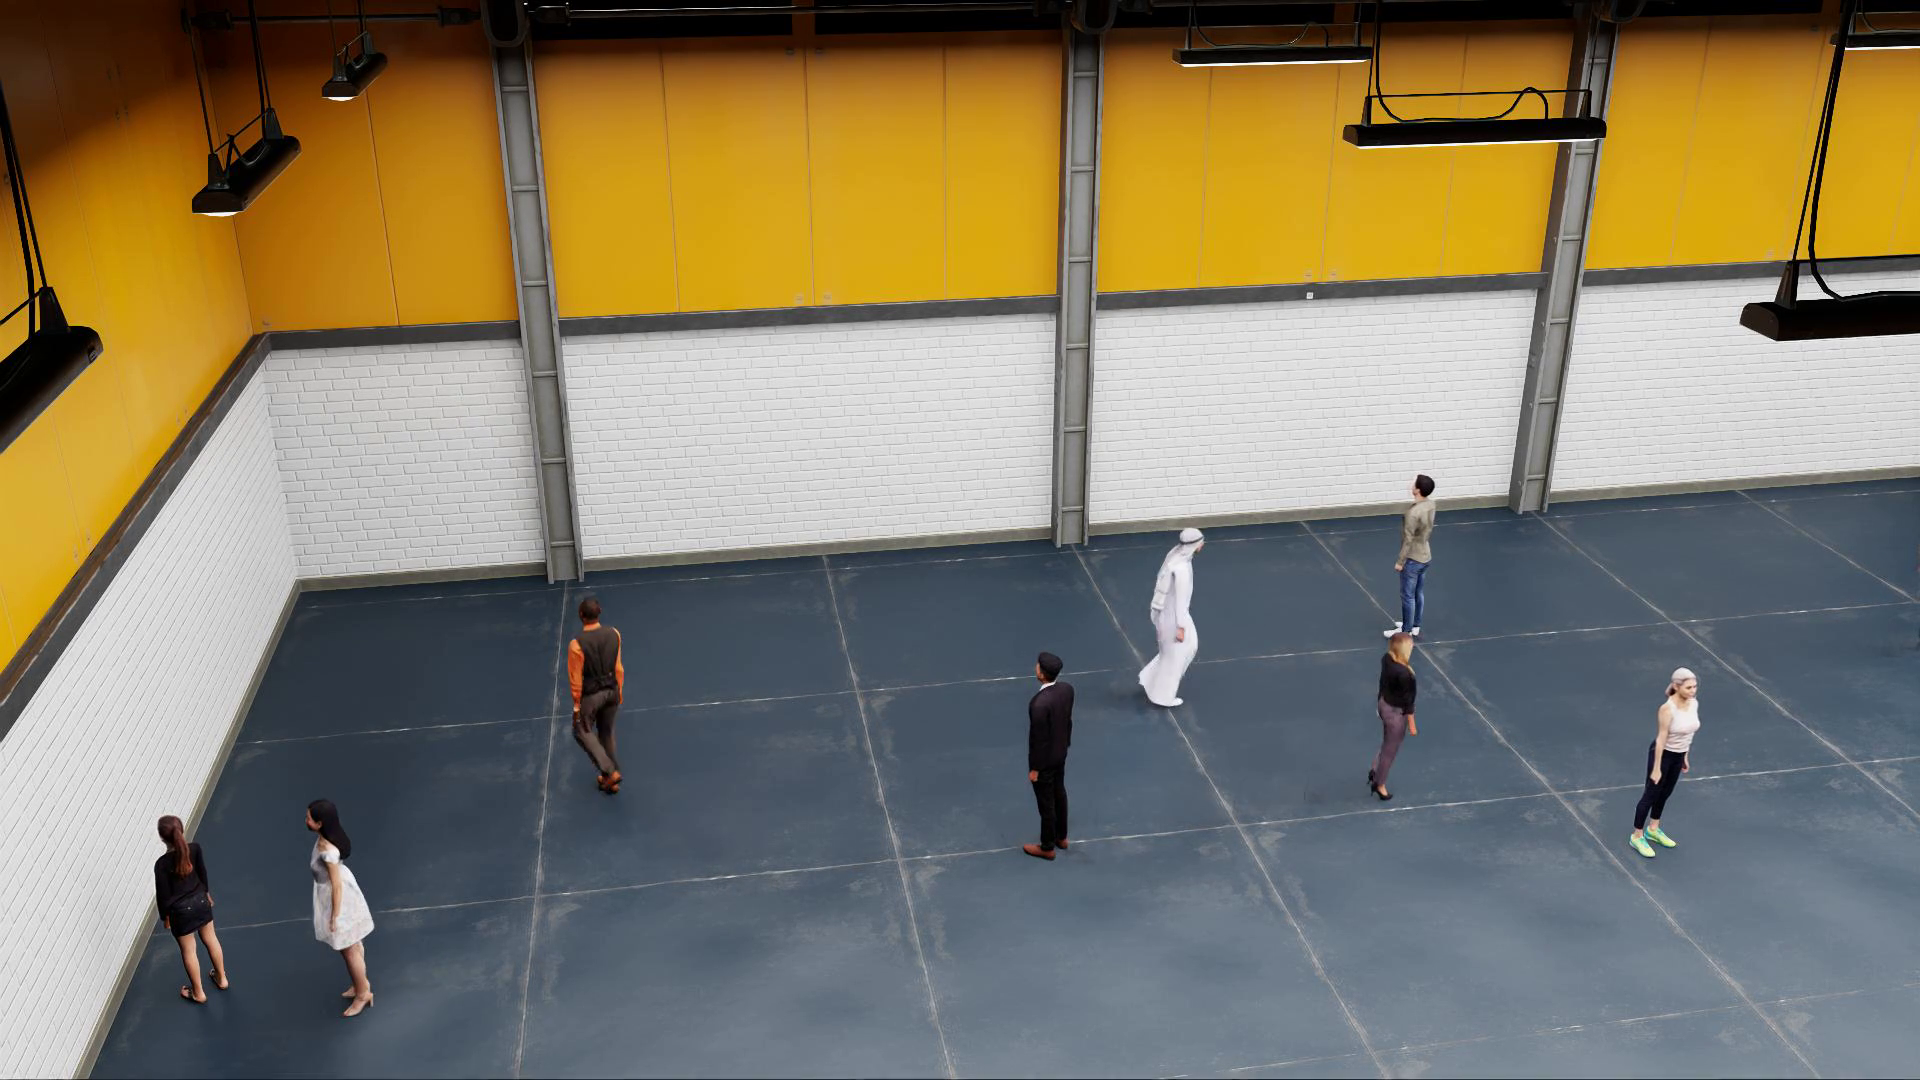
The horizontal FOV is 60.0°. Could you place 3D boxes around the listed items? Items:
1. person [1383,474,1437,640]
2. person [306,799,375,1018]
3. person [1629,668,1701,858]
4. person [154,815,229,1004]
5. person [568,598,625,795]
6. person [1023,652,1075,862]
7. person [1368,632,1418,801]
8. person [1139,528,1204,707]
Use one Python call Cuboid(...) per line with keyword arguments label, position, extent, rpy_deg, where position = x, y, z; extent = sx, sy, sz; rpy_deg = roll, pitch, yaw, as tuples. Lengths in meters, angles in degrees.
Cuboid(label="person", position=(4.807, 0.189, 17.544), extent=(0.849, 1.865, 0.764), rpy_deg=(19, 30, 36))
Cuboid(label="person", position=(-4.492, 2.646, 12.036), extent=(0.673, 1.775, 0.681), rpy_deg=(-7, 25, -17))
Cuboid(label="person", position=(5.943, 1.836, 13.981), extent=(0.600, 1.702, 0.740), rpy_deg=(-15, 28, -30))
Cuboid(label="person", position=(-5.674, 2.683, 12.224), extent=(0.705, 1.557, 0.644), rpy_deg=(17, 29, 33))
Cuboid(label="person", position=(-3.146, 1.425, 14.676), extent=(0.872, 1.899, 0.941), rpy_deg=(-21, 31, -40))
Cuboid(label="person", position=(0.747, 1.790, 13.863), extent=(0.813, 1.881, 0.756), rpy_deg=(15, 28, 31))
Cuboid(label="person", position=(3.733, 1.569, 14.640), extent=(0.546, 1.663, 0.604), rpy_deg=(-3, 24, -6))
Cuboid(label="person", position=(1.992, 0.755, 16.209), extent=(0.891, 1.898, 0.823), rpy_deg=(3, 24, 6))
